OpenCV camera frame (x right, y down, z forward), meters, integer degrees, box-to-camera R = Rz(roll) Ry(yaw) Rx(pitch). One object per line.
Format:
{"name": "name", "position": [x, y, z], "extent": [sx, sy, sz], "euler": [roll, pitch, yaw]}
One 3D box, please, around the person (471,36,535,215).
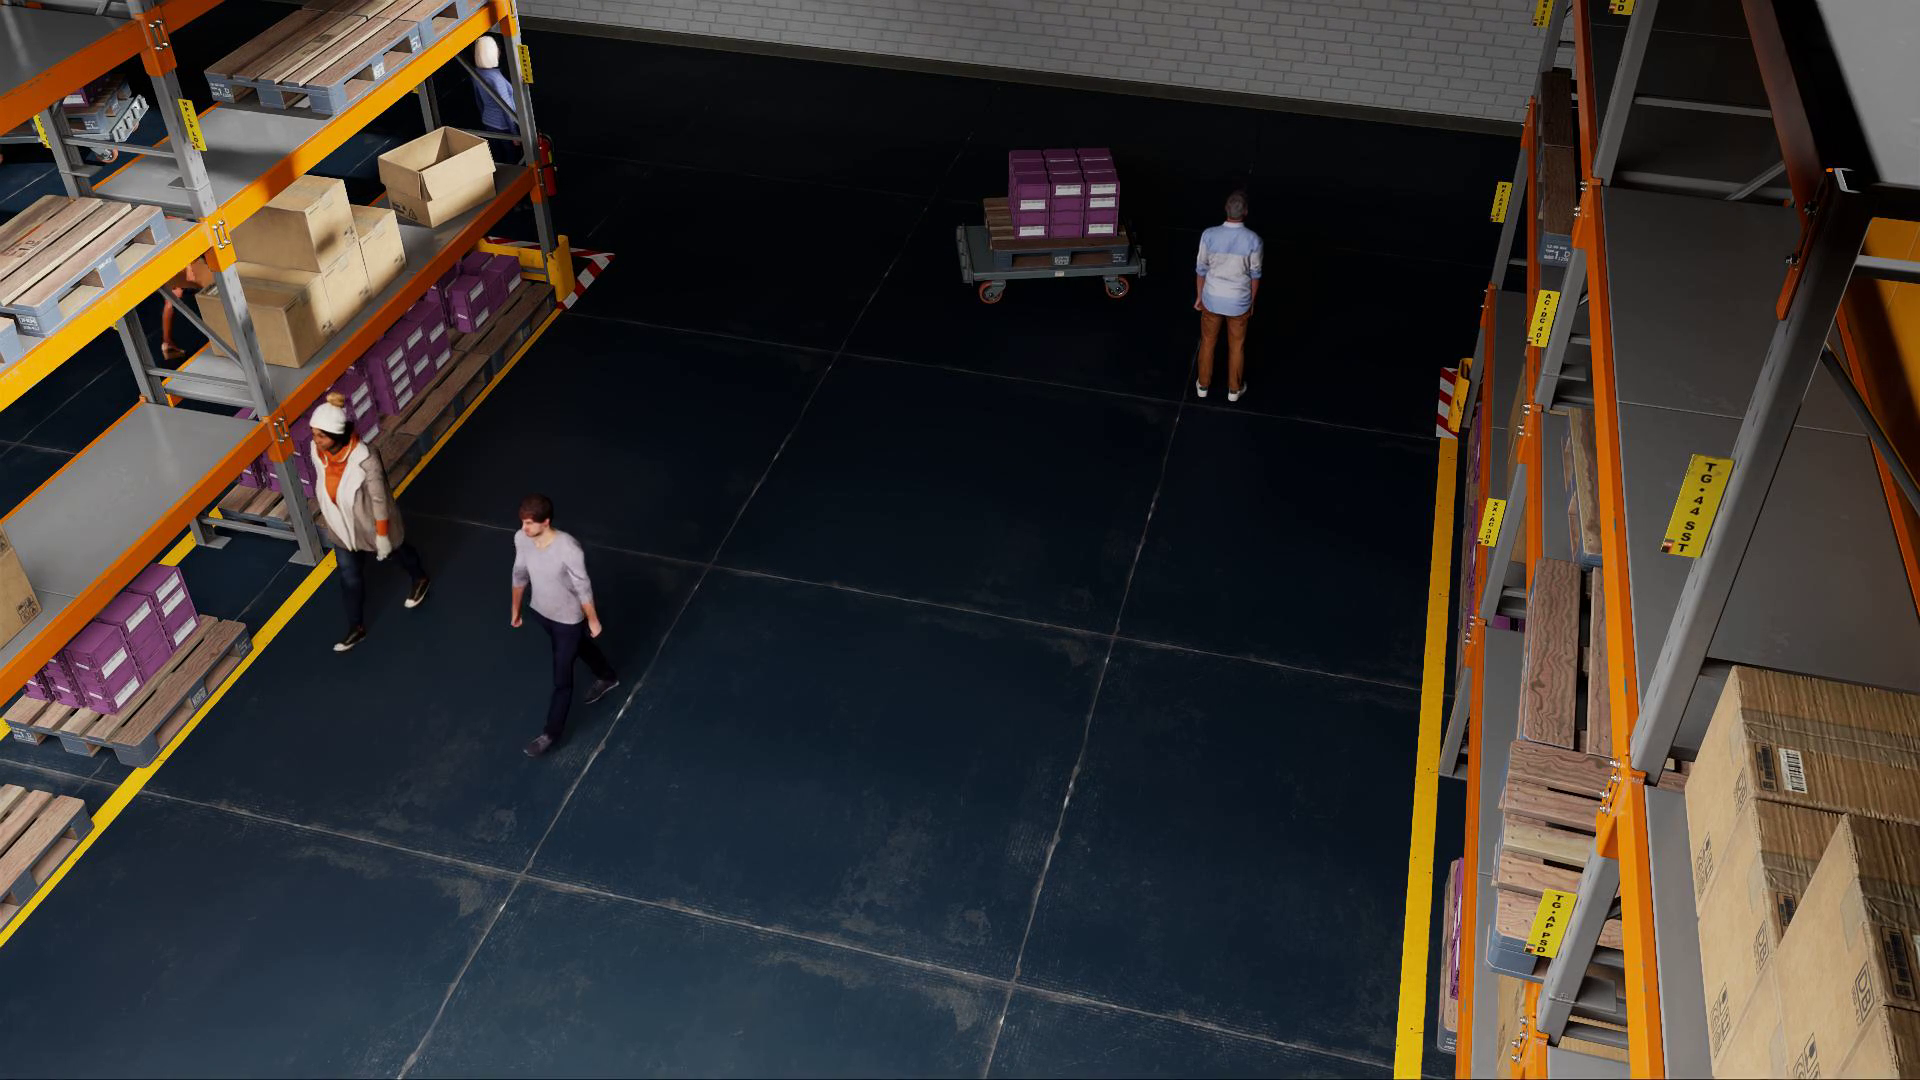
{"name": "person", "position": [-4.418, -3.986, 15.967], "extent": [0.723, 1.745, 0.699], "euler": [28, 46, 30]}

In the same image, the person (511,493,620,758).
{"name": "person", "position": [-2.431, 0.417, 10.410], "extent": [0.956, 1.798, 1.241], "euler": [23, 44, 26]}

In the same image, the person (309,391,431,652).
{"name": "person", "position": [-3.934, -0.210, 11.155], "extent": [0.702, 1.850, 1.118], "euler": [10, 40, 12]}

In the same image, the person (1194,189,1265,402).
{"name": "person", "position": [2.146, -1.950, 13.351], "extent": [0.689, 1.827, 0.585], "euler": [12, 40, 14]}
